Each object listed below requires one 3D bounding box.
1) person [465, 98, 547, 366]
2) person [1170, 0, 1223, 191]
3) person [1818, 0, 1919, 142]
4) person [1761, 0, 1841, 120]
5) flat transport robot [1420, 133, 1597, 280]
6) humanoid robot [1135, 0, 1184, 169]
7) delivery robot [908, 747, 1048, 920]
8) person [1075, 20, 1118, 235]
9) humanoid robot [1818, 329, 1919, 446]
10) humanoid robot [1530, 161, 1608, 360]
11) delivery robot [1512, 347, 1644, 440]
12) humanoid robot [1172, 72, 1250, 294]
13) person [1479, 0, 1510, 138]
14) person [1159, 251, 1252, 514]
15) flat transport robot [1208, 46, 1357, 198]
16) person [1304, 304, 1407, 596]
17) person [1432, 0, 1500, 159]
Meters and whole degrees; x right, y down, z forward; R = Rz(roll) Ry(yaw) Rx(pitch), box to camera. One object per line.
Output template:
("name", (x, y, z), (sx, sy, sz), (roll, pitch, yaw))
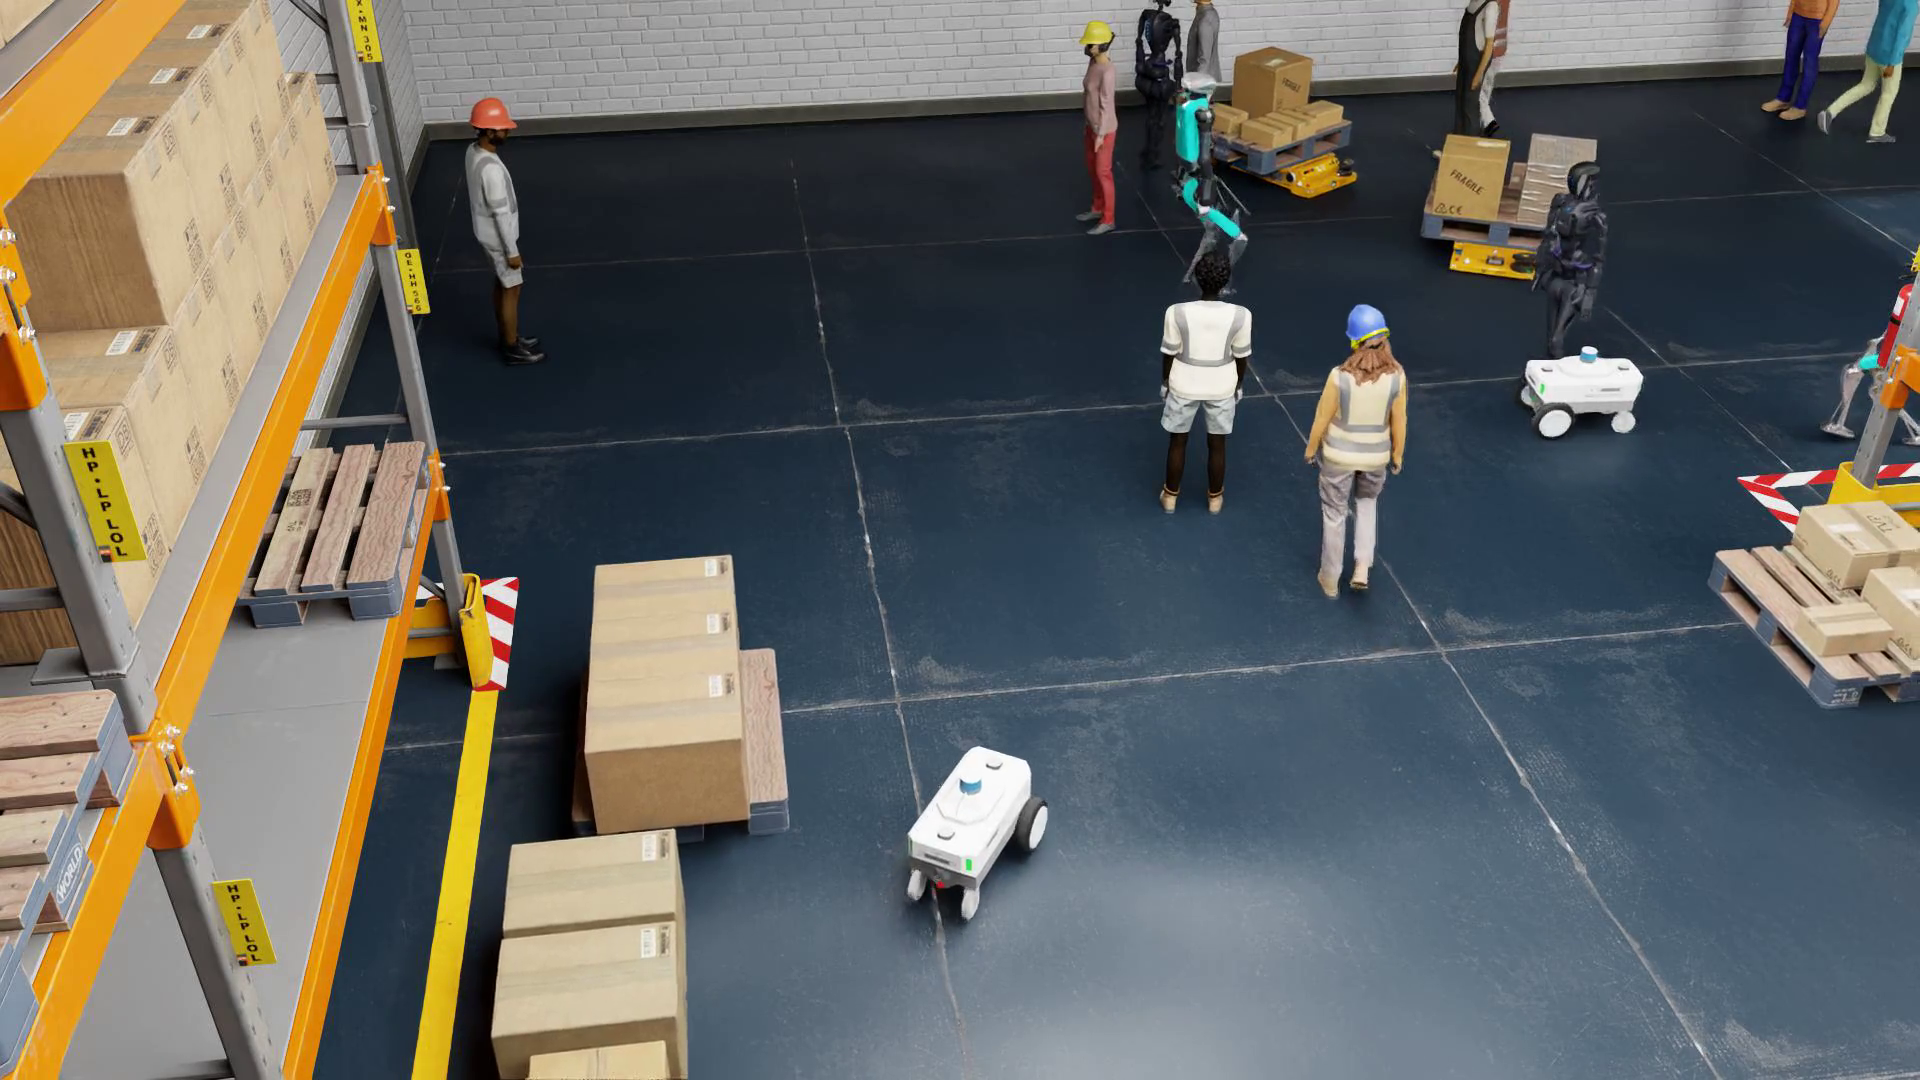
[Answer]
("person", (-3.183, -2.133, 11.613), (0.387, 1.924, 0.547), (-16, 36, -23))
("person", (2.089, -3.996, 14.486), (0.394, 1.899, 0.529), (4, 33, 7))
("person", (8.584, -4.557, 15.500), (0.680, 1.724, 0.555), (-3, 33, -4))
("person", (8.229, -5.088, 16.096), (0.406, 1.975, 0.511), (-13, 35, -19))
("flat transport robot", (4.450, -2.529, 13.729), (0.659, 0.231, 1.431), (11, 35, 16))
("humanoid robot", (1.802, -4.183, 14.970), (0.427, 1.648, 0.612), (-23, 39, -31))
("delivery robot", (0.061, 1.289, 7.625), (0.499, 0.605, 0.781), (15, 36, 21))
("person", (1.119, -3.390, 13.686), (0.337, 1.758, 0.518), (-7, 34, -10))
("humanoid robot", (5.993, -1.334, 10.607), (0.989, 1.746, 0.553), (5, 34, 8))
("humanoid robot", (4.146, -1.766, 11.277), (0.411, 1.642, 0.591), (-14, 36, -21))
("delivery robot", (4.130, -1.003, 11.130), (0.779, 0.597, 0.499), (-1, 33, -2))
("humanoid robot", (1.960, -2.676, 12.655), (0.758, 1.817, 0.552), (-10, 35, -15))
("person", (4.983, -4.570, 15.577), (0.468, 1.673, 0.570), (-22, 39, -30))
("person", (1.451, -0.915, 9.954), (0.534, 1.691, 0.319), (2, 33, 3))
("flat transport robot", (2.851, -3.470, 15.170), (0.659, 0.231, 1.431), (-25, 41, -33))
("person", (2.189, -0.464, 9.202), (0.511, 1.748, 0.410), (0, 33, 0))
("person", (4.585, -4.250, 14.924), (0.327, 1.842, 0.512), (-2, 33, -3))
